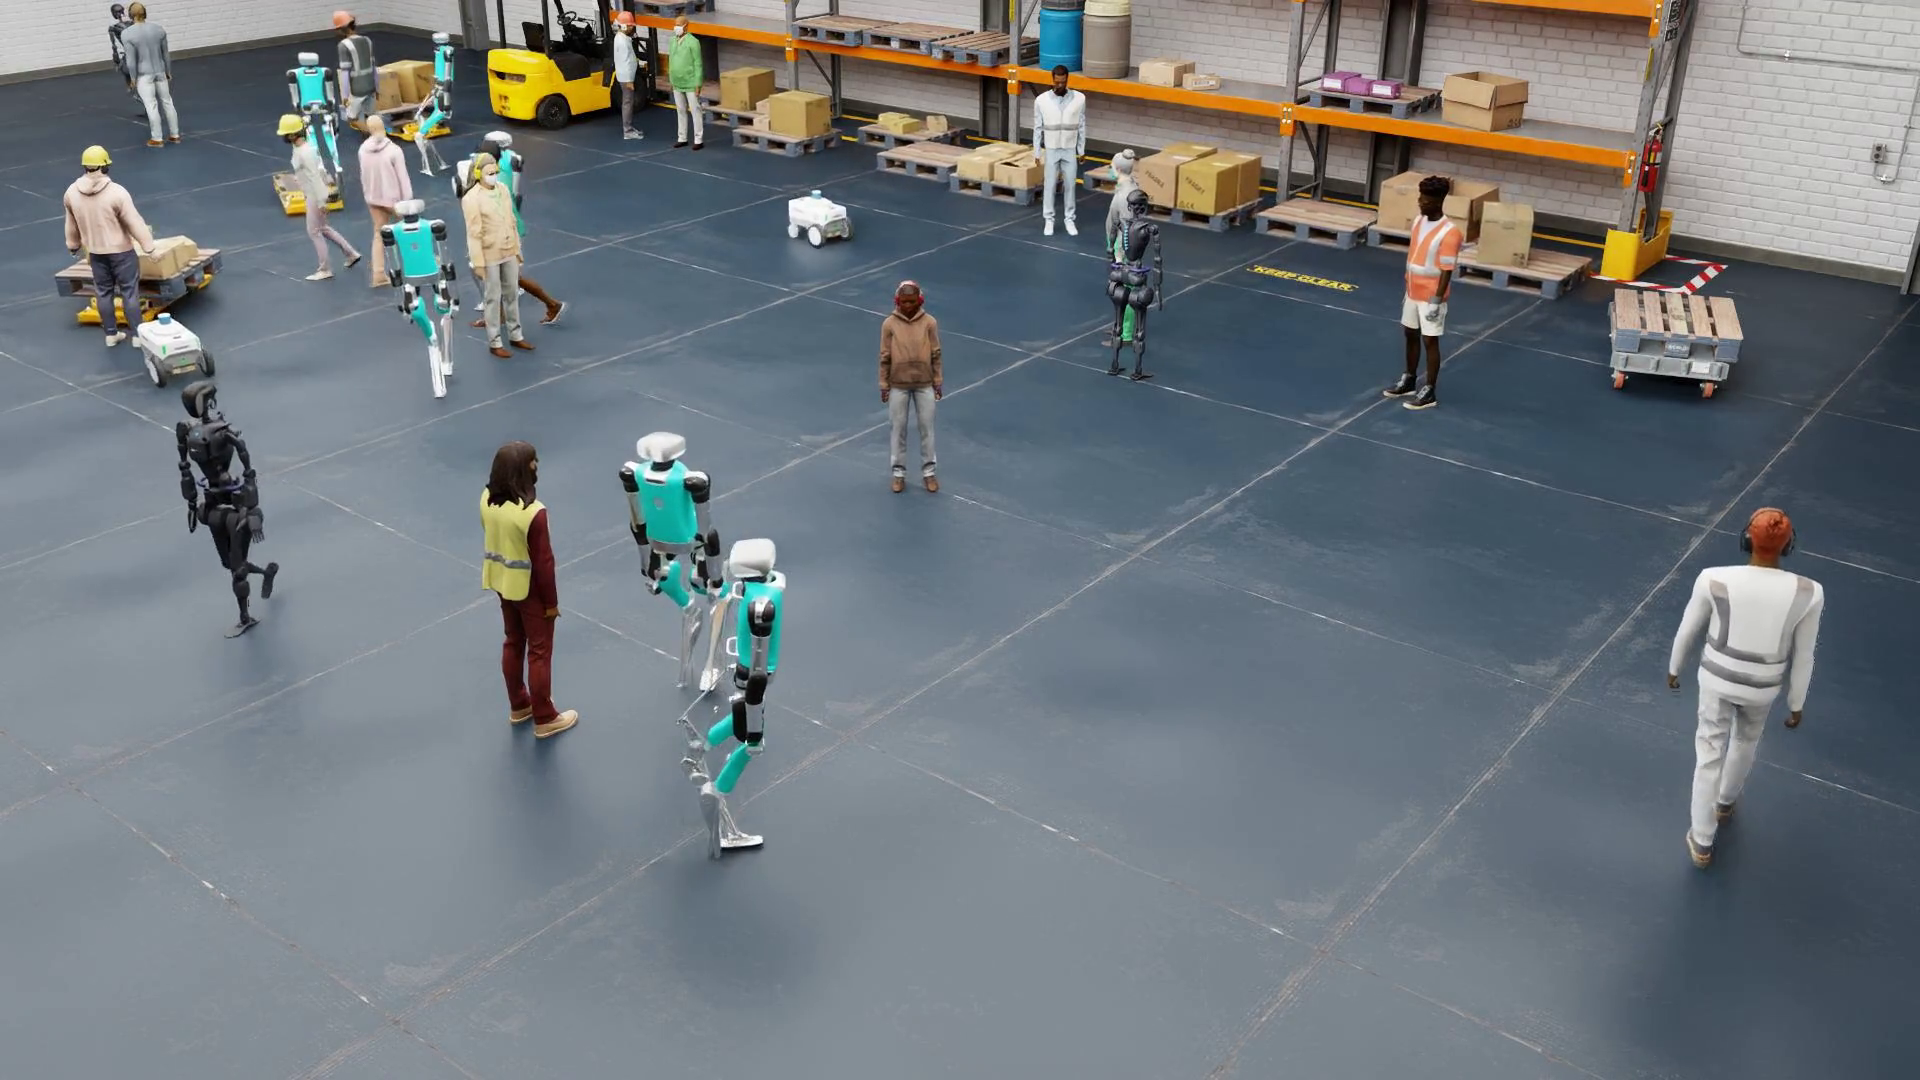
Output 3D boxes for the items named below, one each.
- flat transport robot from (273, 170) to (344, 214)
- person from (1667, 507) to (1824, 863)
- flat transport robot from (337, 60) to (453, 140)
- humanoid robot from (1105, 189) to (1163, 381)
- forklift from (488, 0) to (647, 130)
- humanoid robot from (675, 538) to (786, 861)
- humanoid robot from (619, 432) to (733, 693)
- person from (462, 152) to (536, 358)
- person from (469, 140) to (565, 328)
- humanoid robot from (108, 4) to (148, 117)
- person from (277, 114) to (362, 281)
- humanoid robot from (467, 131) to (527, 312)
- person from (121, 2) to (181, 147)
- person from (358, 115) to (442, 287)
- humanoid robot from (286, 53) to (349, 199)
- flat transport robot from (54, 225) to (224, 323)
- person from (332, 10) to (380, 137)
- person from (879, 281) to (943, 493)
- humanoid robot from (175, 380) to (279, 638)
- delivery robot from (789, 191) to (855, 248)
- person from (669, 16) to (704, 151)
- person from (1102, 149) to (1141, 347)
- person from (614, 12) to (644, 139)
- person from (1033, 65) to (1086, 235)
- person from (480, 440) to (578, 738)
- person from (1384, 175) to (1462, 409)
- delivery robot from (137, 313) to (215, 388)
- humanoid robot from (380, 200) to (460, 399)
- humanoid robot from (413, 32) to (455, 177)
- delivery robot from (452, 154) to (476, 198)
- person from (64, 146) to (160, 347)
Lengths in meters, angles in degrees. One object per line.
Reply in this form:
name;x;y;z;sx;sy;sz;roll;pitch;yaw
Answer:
flat transport robot;-8.025;-4.285;20.444;0.659;0.231;1.431;-12;28;-23
person;3.893;0.665;8.362;0.616;1.853;0.832;9;27;18
flat transport robot;-8.077;-5.981;23.957;1.431;0.231;0.659;18;31;33
humanoid robot;1.508;-2.249;14.592;0.599;1.657;0.315;20;32;36
forklift;-5.874;-7.334;24.552;1.214;2.155;2.313;19;32;34
humanoid robot;-1.184;0.889;8.184;0.722;1.910;0.542;-3;26;-5
humanoid robot;-1.532;0.145;9.626;0.530;1.798;0.774;9;27;17
person;-4.225;-2.585;15.095;0.417;1.867;0.567;14;29;27
person;-4.285;-2.889;15.787;0.853;1.822;0.504;-7;27;-13
humanoid robot;-12.198;-7.085;24.618;0.506;1.642;0.588;10;27;19
person;-6.656;-3.577;17.286;0.626;1.733;0.541;-12;28;-23
humanoid robot;-4.614;-3.040;16.166;0.552;1.730;0.960;16;30;30
person;-11.161;-6.410;22.927;0.372;1.940;0.630;17;31;32
person;-5.845;-3.530;17.200;0.605;1.731;0.725;5;26;11
humanoid robot;-7.714;-4.914;20.098;0.542;1.835;0.667;-15;29;-28
flat transport robot;-8.188;-2.486;16.719;0.659;0.231;1.431;2;26;4
person;-7.824;-5.897;21.787;0.584;2.008;0.696;7;27;15
person;-0.361;-1.146;12.361;0.474;1.646;0.325;-2;26;-5
humanoid robot;-4.570;-0.250;10.489;0.590;1.642;0.637;9;27;17
delivery robot;-1.594;-3.636;18.757;0.499;0.582;0.762;-23;34;-39
person;-3.752;-6.251;22.775;0.538;1.784;0.384;14;29;27
person;1.502;-2.701;15.351;0.338;1.846;0.513;5;26;11
person;-4.669;-6.543;23.430;0.351;1.739;0.572;-6;26;-12
person;1.124;-4.413;18.830;0.601;1.906;0.414;-3;26;-7
person;-2.432;0.286;9.267;0.461;1.765;0.375;18;31;32
person;3.897;-2.078;13.935;0.369;1.960;0.599;-9;27;-18
delivery robot;-7.023;-1.720;14.793;0.499;0.585;0.772;-21;33;-36
humanoid robot;-4.572;-2.108;14.292;0.559;1.759;1.030;-5;26;-11
humanoid robot;-6.892;-5.622;21.525;0.872;1.776;0.598;-13;29;-25
delivery robot;-5.946;-4.441;20.459;0.499;0.612;0.809;-12;28;-24
person;-7.818;-2.676;15.293;0.819;1.854;0.434;1;26;2
